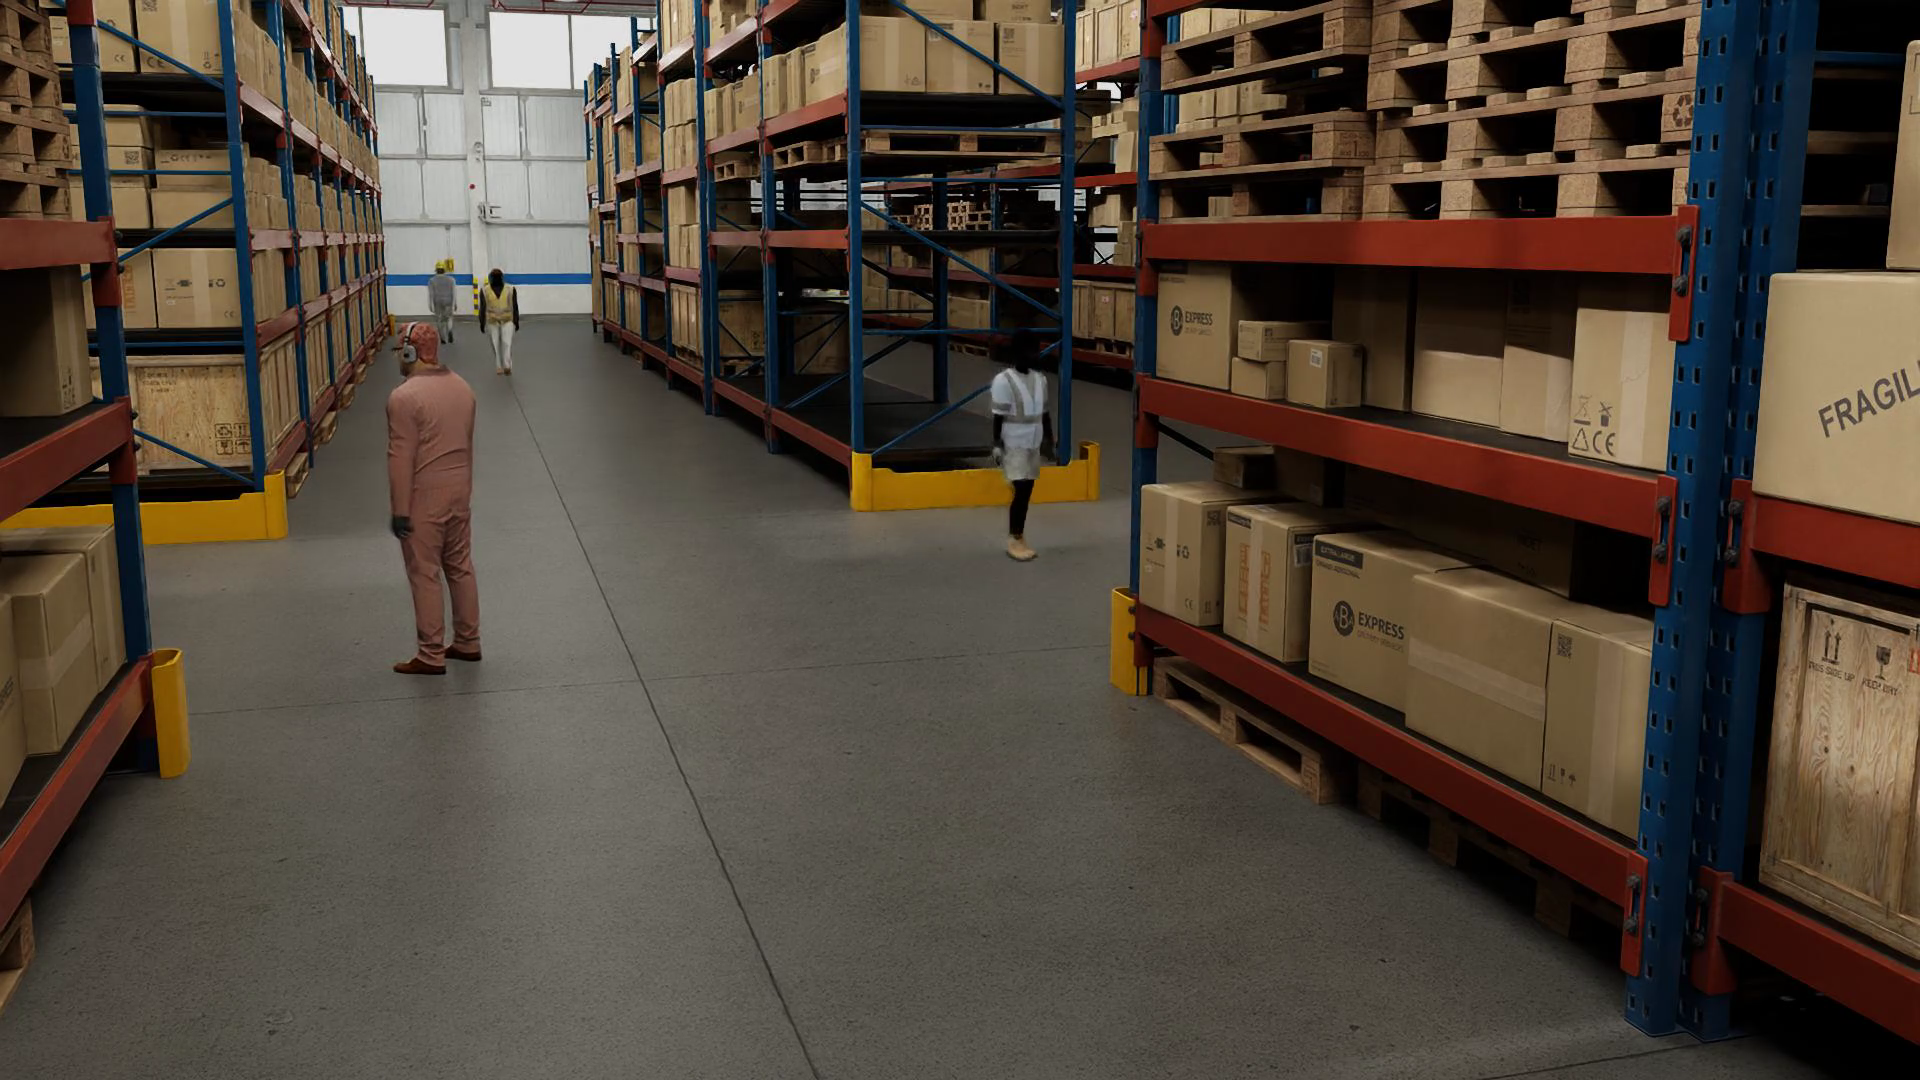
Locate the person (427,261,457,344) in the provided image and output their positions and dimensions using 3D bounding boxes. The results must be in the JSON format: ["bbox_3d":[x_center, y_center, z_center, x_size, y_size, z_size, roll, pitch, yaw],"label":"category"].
[{"bbox_3d":[-11.367,-5.204,36.494,0.619,1.818,0.497,-5,11,-24],"label":"person"}]

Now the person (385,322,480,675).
[{"bbox_3d":[-2.878,-0.225,9.011,0.399,1.900,0.647,4,11,19],"label":"person"}]

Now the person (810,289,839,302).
[{"bbox_3d":[-2.304,-3.693,28.373,0.526,1.768,0.315,-4,11,-19],"label":"person"}]

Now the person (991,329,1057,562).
[{"bbox_3d":[0.502,-0.678,12.022,0.483,1.685,0.555,9,14,42],"label":"person"}]

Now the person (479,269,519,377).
[{"bbox_3d":[-7.799,-3.668,28.149,0.653,1.791,0.973,-3,11,-14],"label":"person"}]

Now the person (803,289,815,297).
[{"bbox_3d":[-3.911,-6.402,43.379,0.914,1.702,0.572,-6,12,-28],"label":"person"}]
